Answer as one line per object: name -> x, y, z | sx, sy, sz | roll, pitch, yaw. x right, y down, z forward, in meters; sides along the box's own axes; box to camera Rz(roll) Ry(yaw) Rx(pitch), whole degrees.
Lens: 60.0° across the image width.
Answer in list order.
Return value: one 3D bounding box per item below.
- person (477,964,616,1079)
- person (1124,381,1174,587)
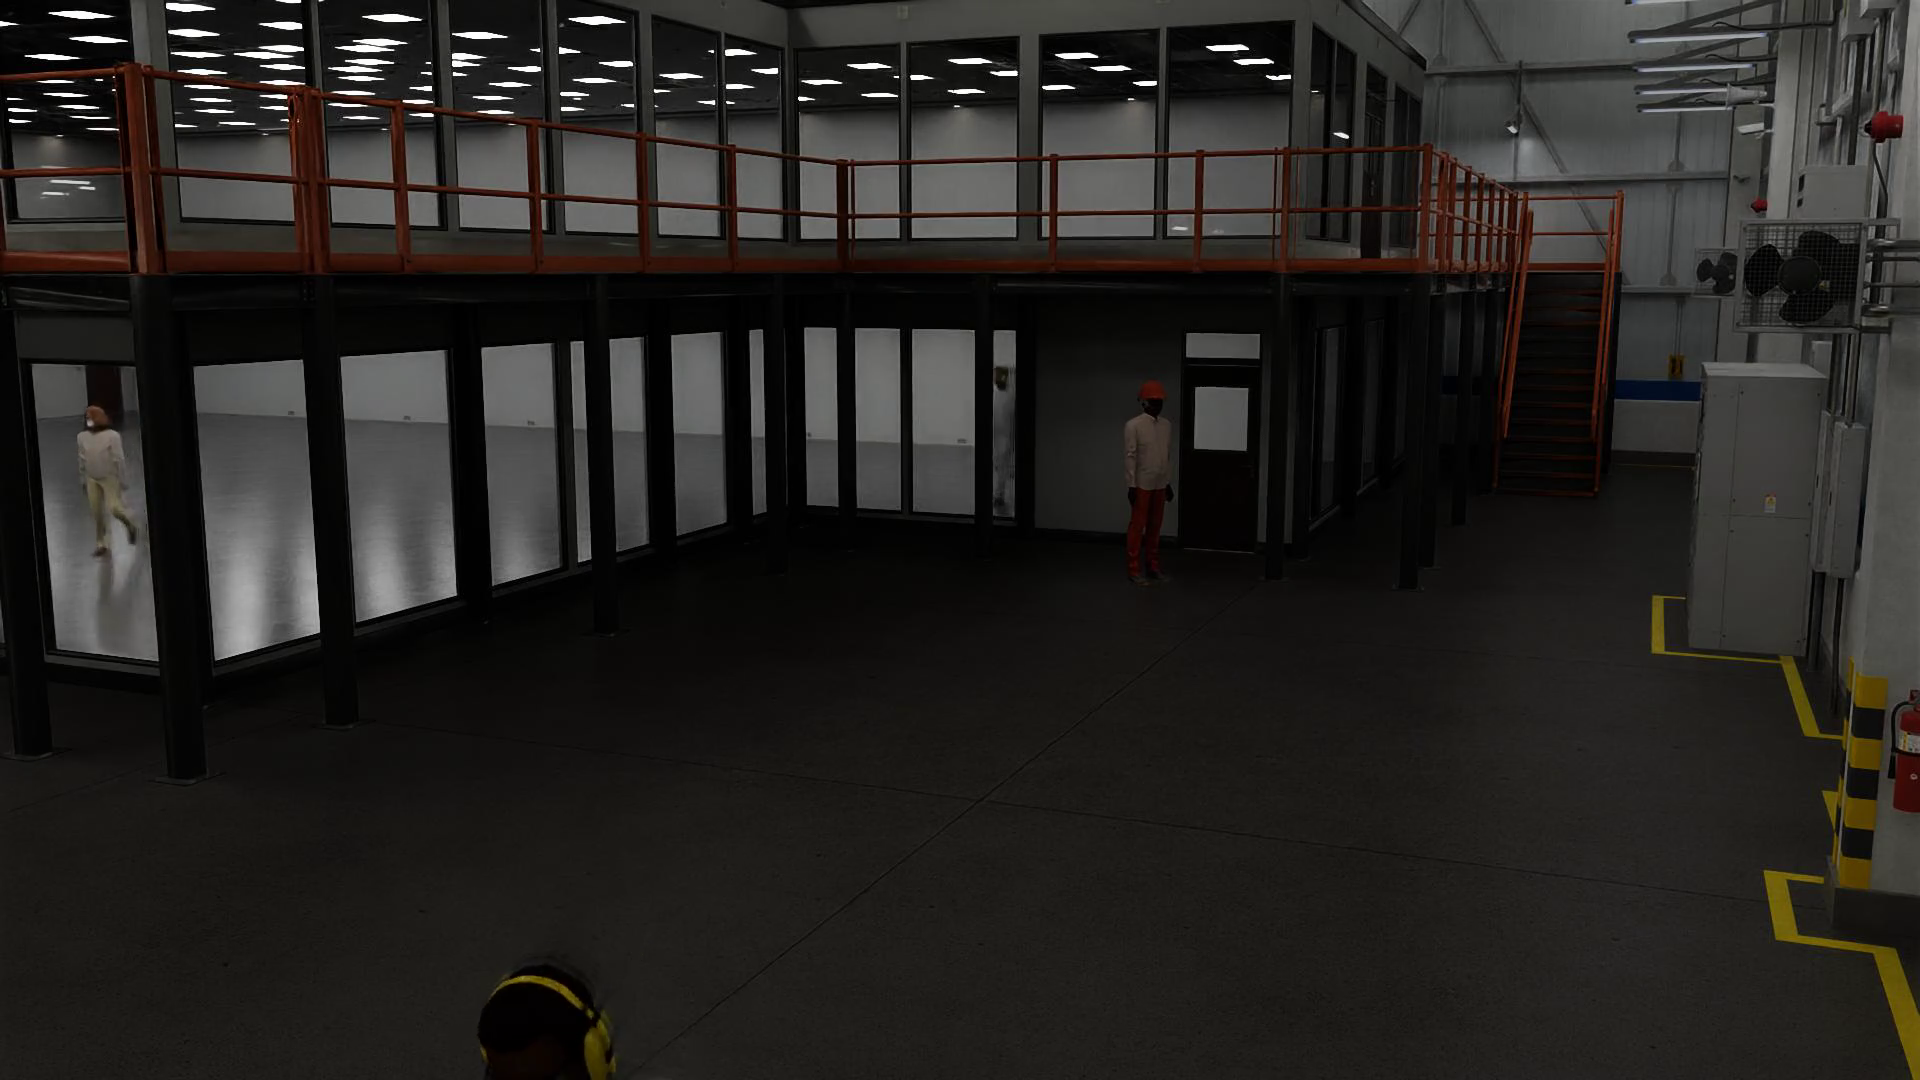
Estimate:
person -> -0.695, 1.636, 3.210 | 0.533, 1.834, 0.815 | -2, 10, -14
person -> 1.843, -0.549, 16.175 | 0.612, 1.997, 0.375 | -8, 12, -41
